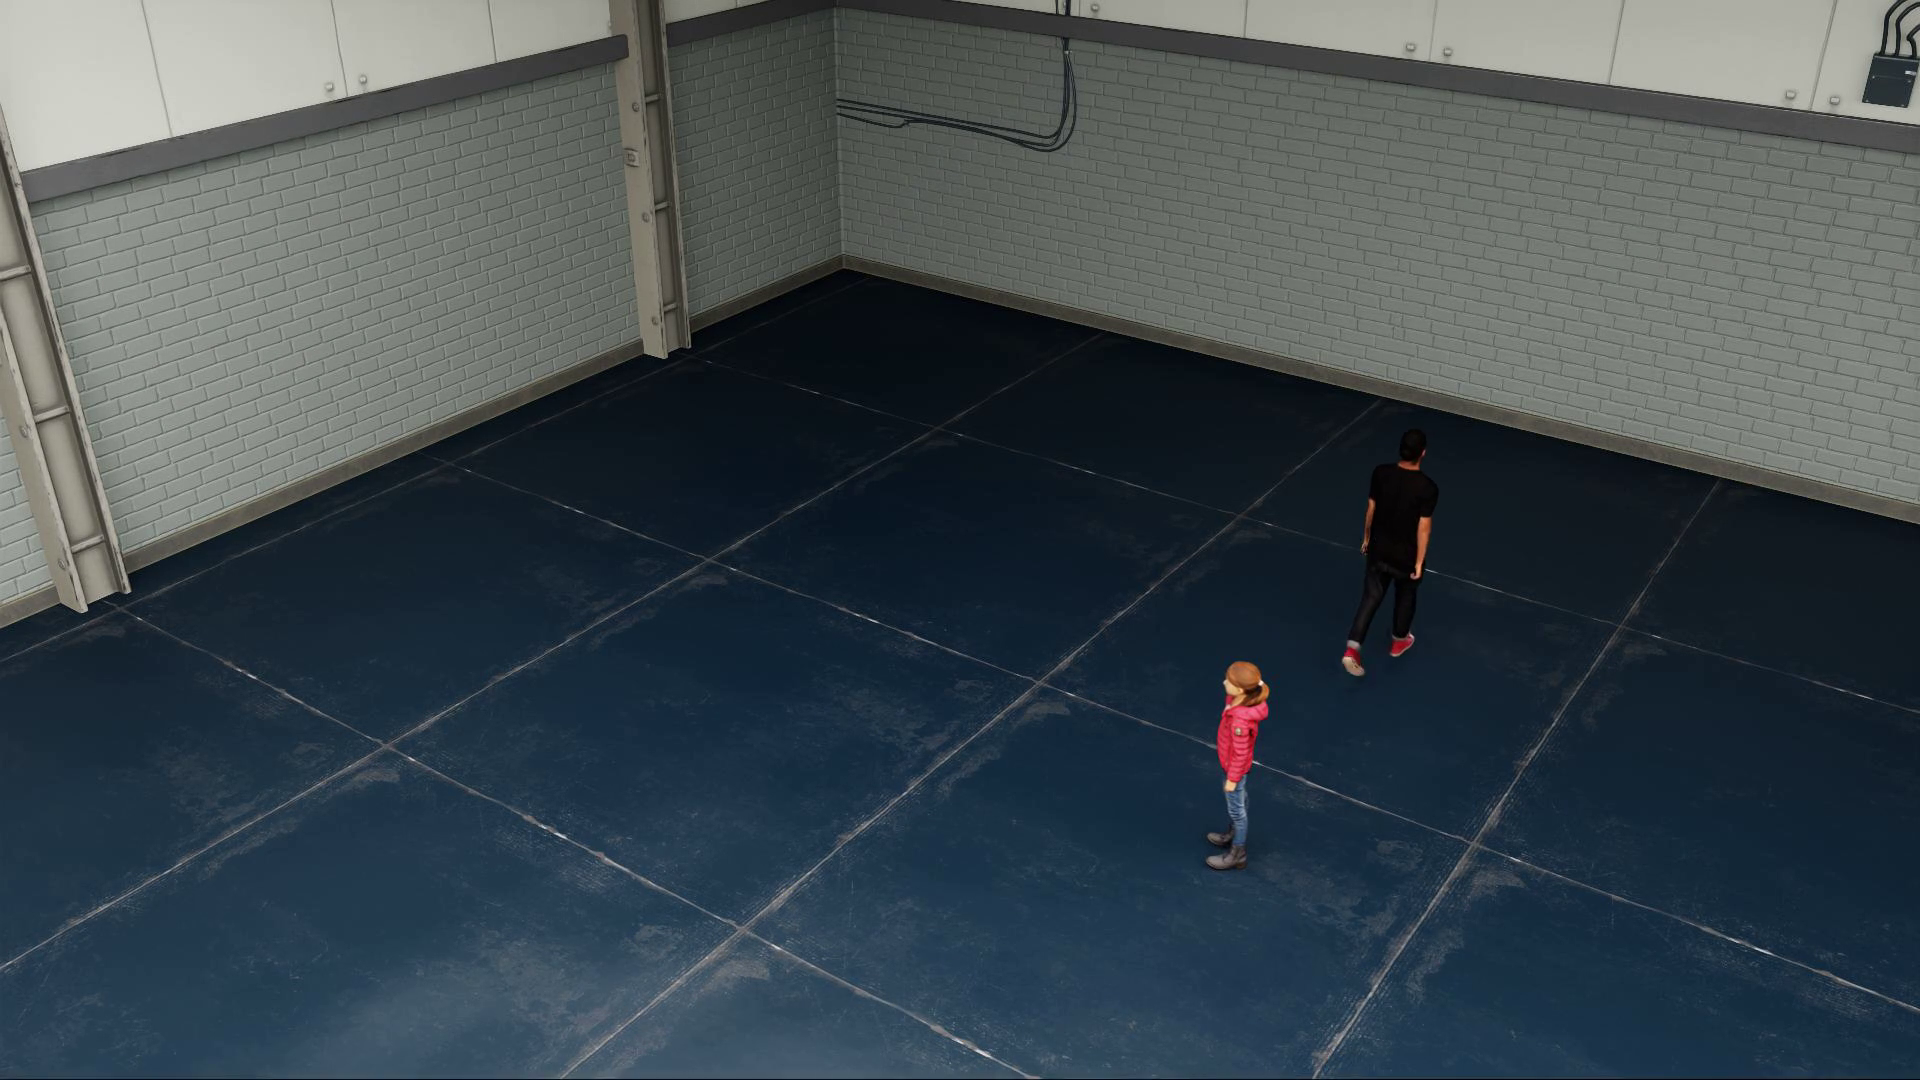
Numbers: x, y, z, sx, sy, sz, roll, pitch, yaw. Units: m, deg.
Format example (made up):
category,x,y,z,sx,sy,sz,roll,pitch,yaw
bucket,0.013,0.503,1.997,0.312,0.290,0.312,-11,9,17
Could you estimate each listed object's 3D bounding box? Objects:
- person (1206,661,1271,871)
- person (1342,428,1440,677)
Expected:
category,x,y,z,sx,sy,sz,roll,pitch,yaw
person,1.556,1.245,9.262,0.637,1.317,0.533,6,29,10
person,2.827,0.110,10.953,0.657,1.730,1.077,19,34,32
